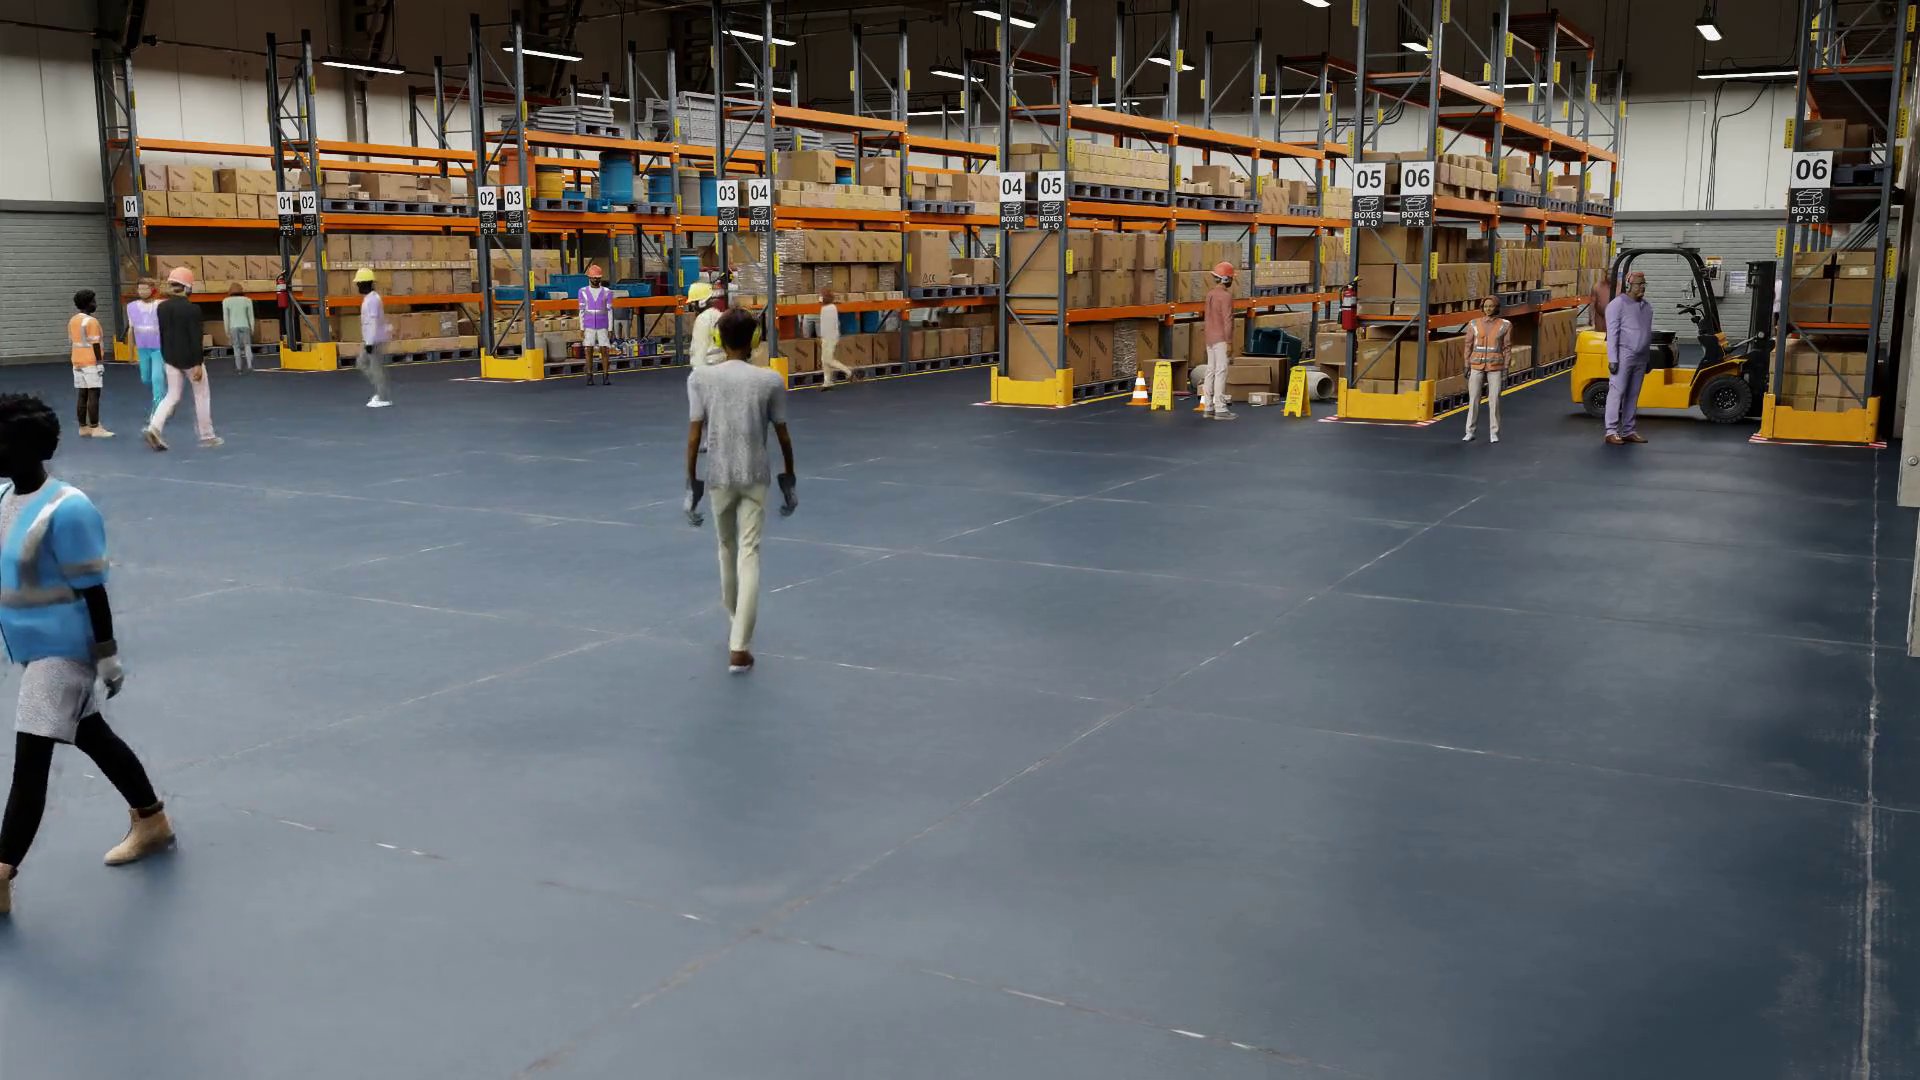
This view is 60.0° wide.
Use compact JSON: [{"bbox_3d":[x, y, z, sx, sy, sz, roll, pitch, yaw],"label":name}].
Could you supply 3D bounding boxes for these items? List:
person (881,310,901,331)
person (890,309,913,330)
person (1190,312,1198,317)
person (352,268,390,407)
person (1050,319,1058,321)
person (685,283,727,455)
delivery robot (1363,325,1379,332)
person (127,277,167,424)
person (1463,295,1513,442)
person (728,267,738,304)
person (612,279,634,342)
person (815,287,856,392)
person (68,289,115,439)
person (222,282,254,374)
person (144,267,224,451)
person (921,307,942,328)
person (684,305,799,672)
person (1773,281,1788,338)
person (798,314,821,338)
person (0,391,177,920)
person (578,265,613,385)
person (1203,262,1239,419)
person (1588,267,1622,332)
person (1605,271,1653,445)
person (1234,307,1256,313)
[{"bbox_3d":[-1.456,-4.968,35.872,0.515,1.864,0.346,-2,10,-13],"label":"person"},{"bbox_3d":[-1.156,-4.643,34.229,0.961,1.768,0.609,-7,12,-35],"label":"person"},{"bbox_3d":[4.852,-4.398,33.196,0.508,1.629,0.317,3,10,14],"label":"person"},{"bbox_3d":[-8.087,-2.769,22.835,0.450,1.909,0.626,-4,10,-22],"label":"person"},{"bbox_3d":[1.937,-4.271,32.041,0.523,1.772,0.303,6,11,30],"label":"person"},{"bbox_3d":[-2.533,-1.751,17.185,0.592,1.803,0.624,2,10,9],"label":"person"},{"bbox_3d":[9.370,-4.630,37.414,0.707,0.478,0.477,-2,10,-10],"label":"delivery robot"},{"bbox_3d":[-10.124,-2.392,20.904,0.573,1.822,0.797,0,10,-1],"label":"person"},{"bbox_3d":[5.891,-1.910,18.598,0.511,1.641,0.307,5,11,25],"label":"person"},{"bbox_3d":[-4.270,-4.071,30.589,0.526,1.865,0.315,2,10,9],"label":"person"},{"bbox_3d":[-6.605,-4.277,32.472,0.507,1.633,0.277,3,10,19],"label":"person"},{"bbox_3d":[-1.932,-3.068,25.456,0.512,1.615,0.526,-4,11,-24],"label":"person"},{"bbox_3d":[-9.935,-2.004,18.976,0.540,1.695,0.317,7,12,35],"label":"person"},{"bbox_3d":[-12.739,-3.744,29.378,0.499,1.622,0.356,-5,11,-28],"label":"person"},{"bbox_3d":[-8.364,-1.936,17.816,0.616,1.967,0.923,3,10,18],"label":"person"},{"bbox_3d":[-0.575,-4.983,35.474,0.513,2.016,0.640,-8,12,-38],"label":"person"},{"bbox_3d":[-1.117,-0.290,8.582,0.558,1.815,0.976,0,10,-1],"label":"person"},{"bbox_3d":[16.541,-4.531,33.303,0.604,1.853,1.017,8,13,39],"label":"person"},{"bbox_3d":[-2.582,-3.927,29.576,0.626,1.931,0.375,0,10,0],"label":"person"},{"bbox_3d":[-2.956,0.343,5.374,0.549,1.644,0.890,7,12,35],"label":"person"},{"bbox_3d":[-5.843,-3.437,26.713,0.540,1.930,0.384,-2,10,-11],"label":"person"},{"bbox_3d":[3.325,-2.536,21.215,0.384,1.996,0.610,-3,10,-17],"label":"person"},{"bbox_3d":[11.900,-4.072,30.618,0.644,1.862,0.948,5,11,26],"label":"person"},{"bbox_3d":[7.423,-2.011,18.408,0.643,1.909,0.410,-5,11,-29],"label":"person"},{"bbox_3d":[6.194,-5.082,36.337,0.586,1.921,0.474,7,12,37],"label":"person"}]
